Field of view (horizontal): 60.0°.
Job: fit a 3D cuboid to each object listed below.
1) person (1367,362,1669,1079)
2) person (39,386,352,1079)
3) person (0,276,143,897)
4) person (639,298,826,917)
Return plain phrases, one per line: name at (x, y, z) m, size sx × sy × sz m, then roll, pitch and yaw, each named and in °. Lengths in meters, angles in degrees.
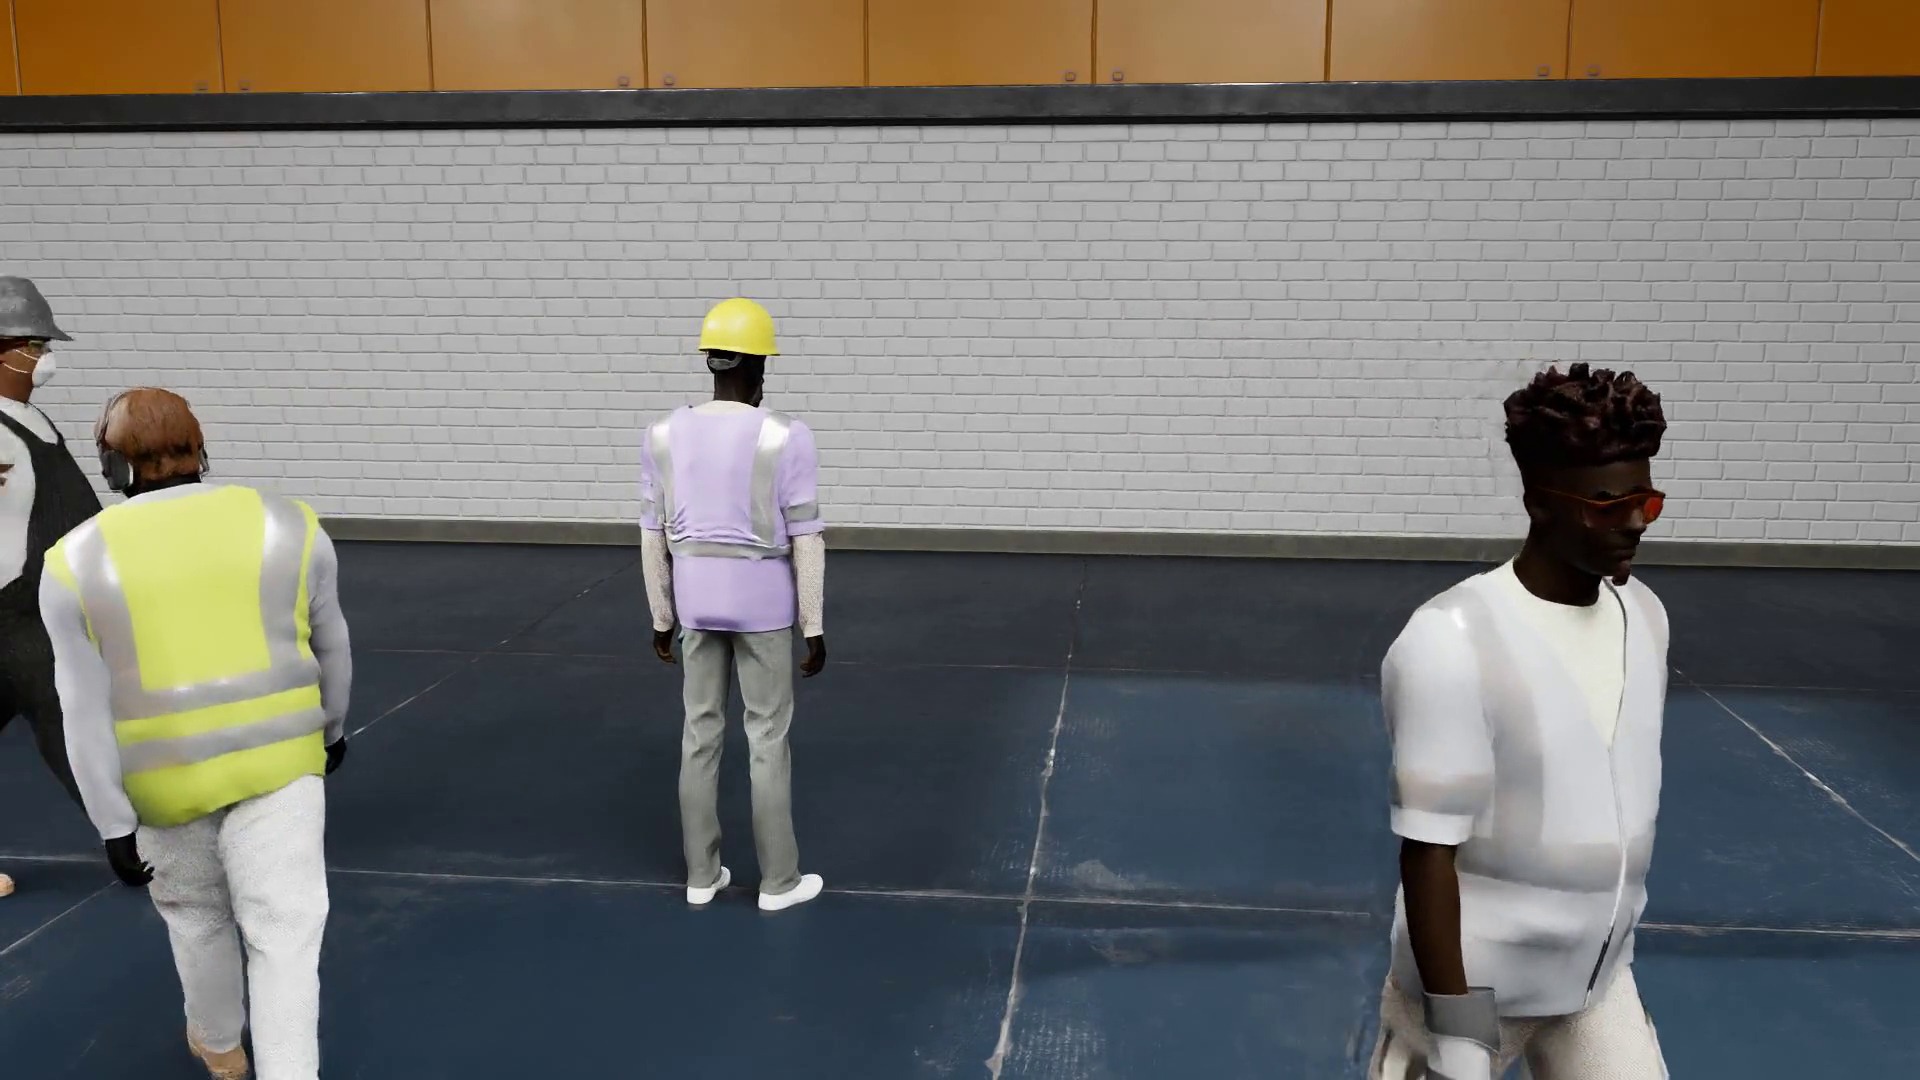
person at (0.912, 0.659, 2.733) m, size 0.612 × 1.911 × 1.044 m, roll -5°, pitch 11°, yaw -27°
person at (-1.702, 0.540, 3.811) m, size 0.627 × 1.781 × 1.005 m, roll -5°, pitch 11°, yaw -25°
person at (-2.890, 0.155, 5.225) m, size 1.053 × 2.000 × 0.693 m, roll -3°, pitch 10°, yaw -18°
person at (-0.694, 0.213, 5.217) m, size 0.593 × 1.924 × 0.384 m, roll 3°, pitch 10°, yaw 16°
